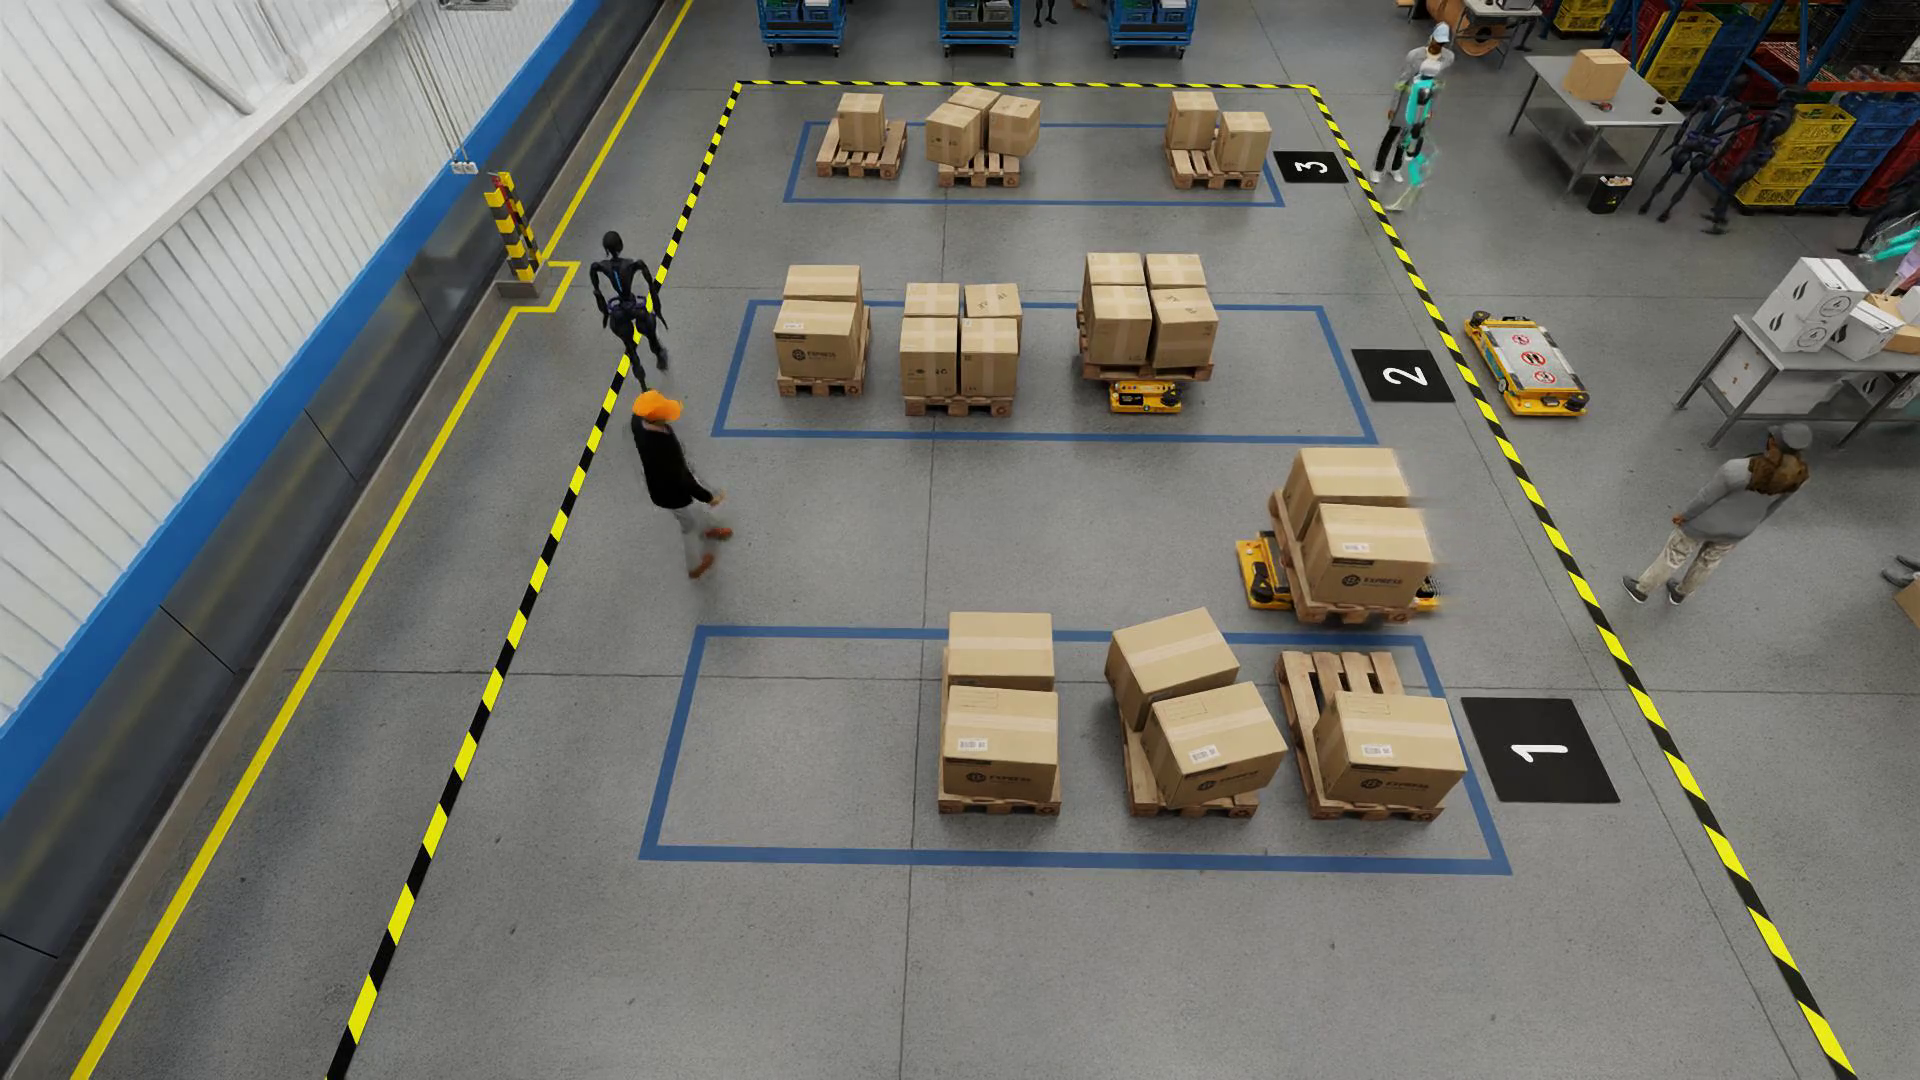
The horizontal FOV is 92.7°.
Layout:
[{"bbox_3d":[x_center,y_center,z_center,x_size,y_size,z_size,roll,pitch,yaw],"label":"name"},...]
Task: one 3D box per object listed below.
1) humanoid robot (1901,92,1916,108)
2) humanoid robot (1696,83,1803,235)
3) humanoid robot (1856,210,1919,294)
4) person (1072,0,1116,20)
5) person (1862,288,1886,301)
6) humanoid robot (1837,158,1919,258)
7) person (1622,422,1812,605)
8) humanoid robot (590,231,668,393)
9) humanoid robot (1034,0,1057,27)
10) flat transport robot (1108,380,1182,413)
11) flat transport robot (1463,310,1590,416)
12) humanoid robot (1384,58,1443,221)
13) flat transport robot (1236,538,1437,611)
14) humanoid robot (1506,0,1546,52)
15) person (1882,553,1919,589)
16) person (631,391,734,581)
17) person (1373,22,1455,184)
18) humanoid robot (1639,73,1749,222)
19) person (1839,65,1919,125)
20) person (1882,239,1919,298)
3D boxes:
[{"bbox_3d":[13.177,-6.499,12.222,0.599,1.647,0.360,1,49,1],"label":"humanoid robot"},{"bbox_3d":[8.902,-4.260,10.297,0.365,1.651,0.608,36,58,27],"label":"humanoid robot"},{"bbox_3d":[9.675,-3.146,9.294,0.817,1.787,0.535,6,49,5],"label":"humanoid robot"},{"bbox_3d":[2.230,-9.347,14.550,0.946,1.889,0.737,22,52,18],"label":"person"},{"bbox_3d":[9.982,-3.161,9.209,0.578,1.875,0.364,-21,52,-17],"label":"person"},{"bbox_3d":[10.212,-3.776,9.857,0.358,1.652,0.592,23,53,18],"label":"humanoid robot"},{"bbox_3d":[5.529,-0.148,6.668,0.572,1.767,0.402,5,49,4],"label":"person"},{"bbox_3d":[-3.040,-2.104,8.452,0.587,1.627,0.764,-8,50,-6],"label":"humanoid robot"},{"bbox_3d":[1.428,-9.004,14.386,0.599,1.657,0.315,-20,52,-17],"label":"humanoid robot"},{"bbox_3d":[1.773,-1.807,9.079,0.652,0.197,1.431,1,49,1],"label":"flat transport robot"},{"bbox_3d":[5.573,-1.757,9.054,0.659,0.231,1.431,1,49,1],"label":"flat transport robot"},{"bbox_3d":[5.311,-4.491,10.525,0.715,1.890,0.539,9,50,7],"label":"humanoid robot"},{"bbox_3d":[2.993,0.238,7.309,1.431,0.197,0.652,1,49,1],"label":"flat transport robot"},{"bbox_3d":[8.639,-8.282,13.778,0.607,1.632,0.600,17,51,14],"label":"humanoid robot"},{"bbox_3d":[7.716,-0.317,6.706,0.602,1.939,0.412,-30,56,-24],"label":"person"},{"bbox_3d":[-2.074,-0.414,6.860,0.500,1.856,0.598,-25,54,-20],"label":"person"},{"bbox_3d":[5.443,-5.196,10.999,0.592,1.852,0.388,0,49,0],"label":"person"},{"bbox_3d":[8.415,-4.455,10.451,0.610,1.649,0.317,34,57,26],"label":"humanoid robot"},{"bbox_3d":[11.128,-5.386,11.156,0.633,1.840,0.429,18,51,15],"label":"person"},{"bbox_3d":[8.880,-2.507,8.542,0.400,2.036,0.598,32,56,25],"label":"person"}]
